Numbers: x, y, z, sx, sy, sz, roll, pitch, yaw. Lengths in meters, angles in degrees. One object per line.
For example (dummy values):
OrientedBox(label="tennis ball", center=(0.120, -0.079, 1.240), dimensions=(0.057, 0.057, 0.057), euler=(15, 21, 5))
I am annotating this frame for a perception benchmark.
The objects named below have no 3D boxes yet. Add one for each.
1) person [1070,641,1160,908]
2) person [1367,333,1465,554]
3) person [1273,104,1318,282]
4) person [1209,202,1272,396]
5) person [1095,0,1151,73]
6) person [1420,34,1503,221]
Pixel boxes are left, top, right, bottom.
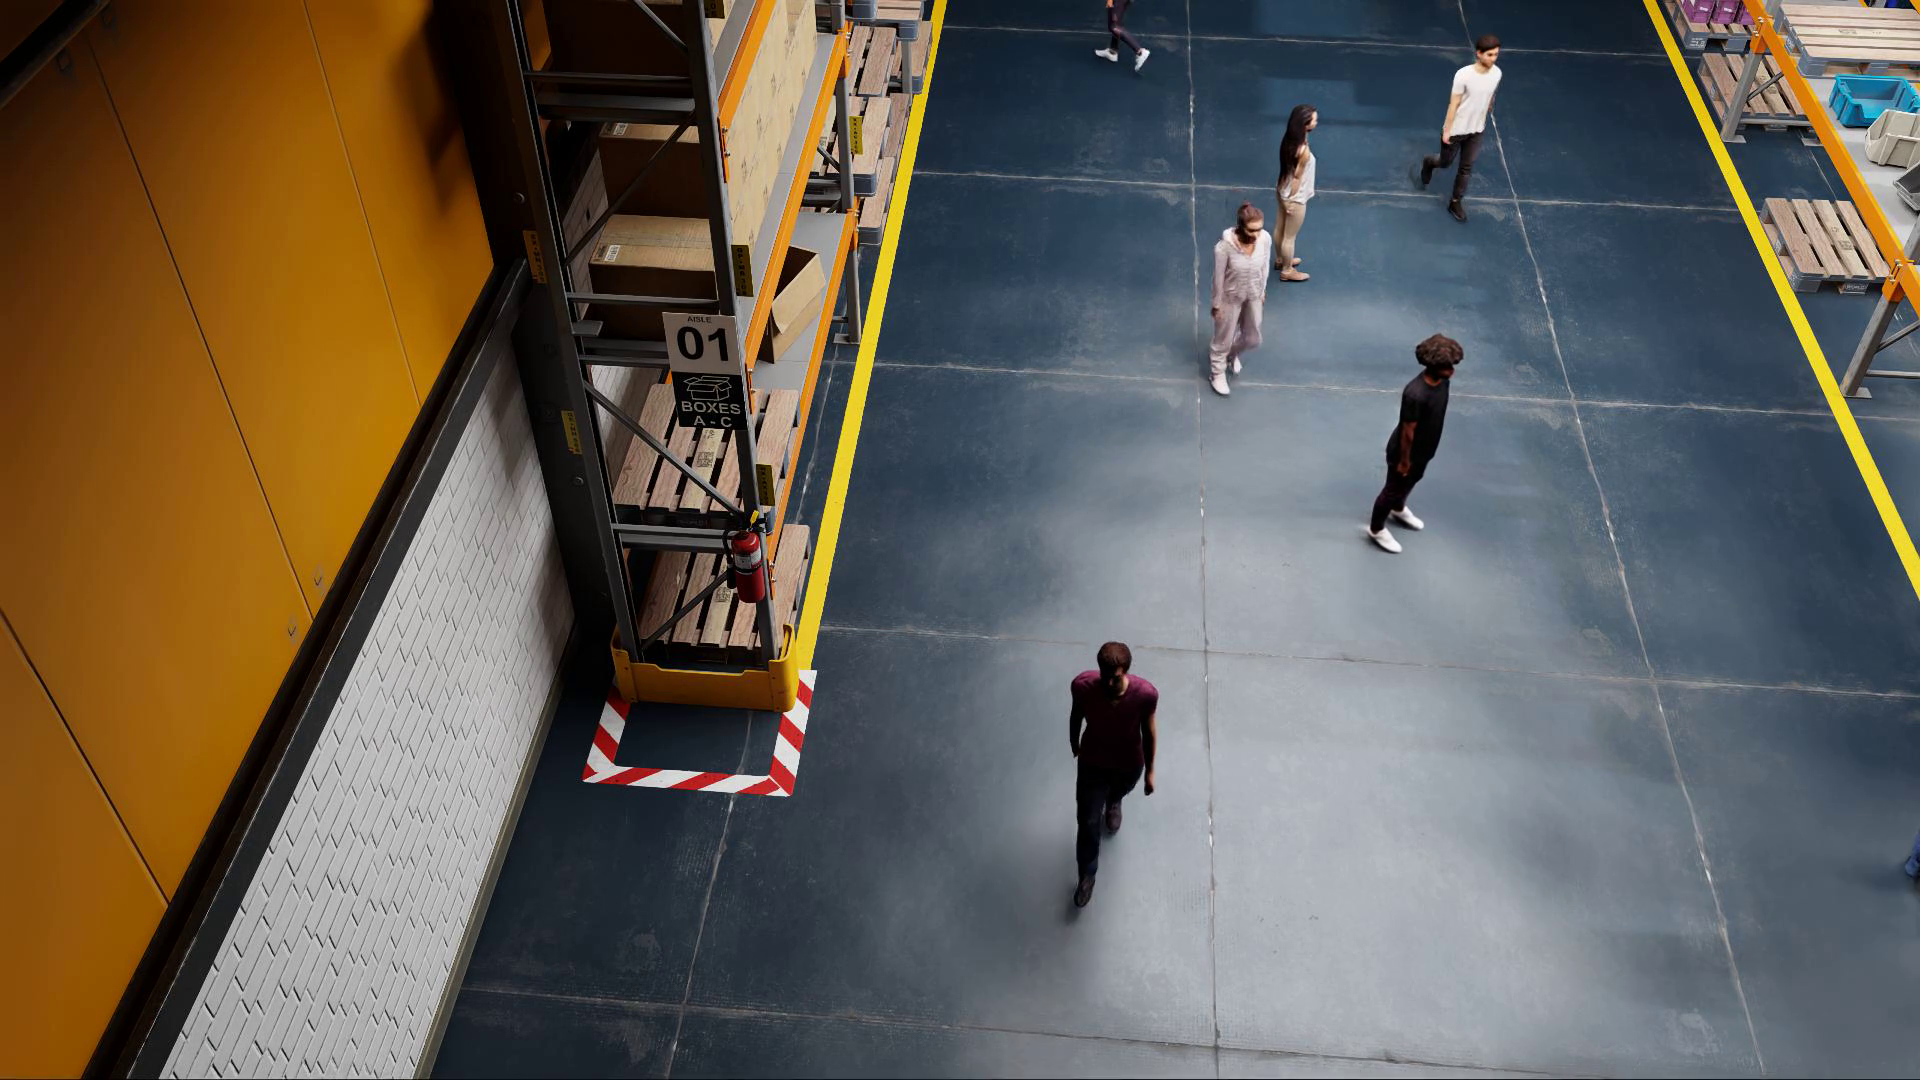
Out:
OrientedBox(label="person", center=(0.896, 1.187, 9.651), dimensions=(0.700, 1.804, 1.142), euler=(5, 44, 5))
OrientedBox(label="person", center=(3.187, -0.707, 11.657), dimensions=(0.769, 1.779, 0.687), euler=(32, 52, 29))
OrientedBox(label="person", center=(2.804, -2.932, 14.084), dimensions=(0.679, 1.654, 0.628), euler=(-27, 50, -25))
OrientedBox(label="person", center=(2.138, -1.944, 13.028), dimensions=(0.746, 1.679, 0.770), euler=(-12, 45, -13))
OrientedBox(label="person", center=(1.716, -5.538, 16.838), dimensions=(0.895, 1.627, 0.944), euler=(26, 49, 25))
OrientedBox(label="person", center=(4.492, -3.755, 14.909), dimensions=(0.816, 1.706, 1.044), euler=(-10, 44, -10))
